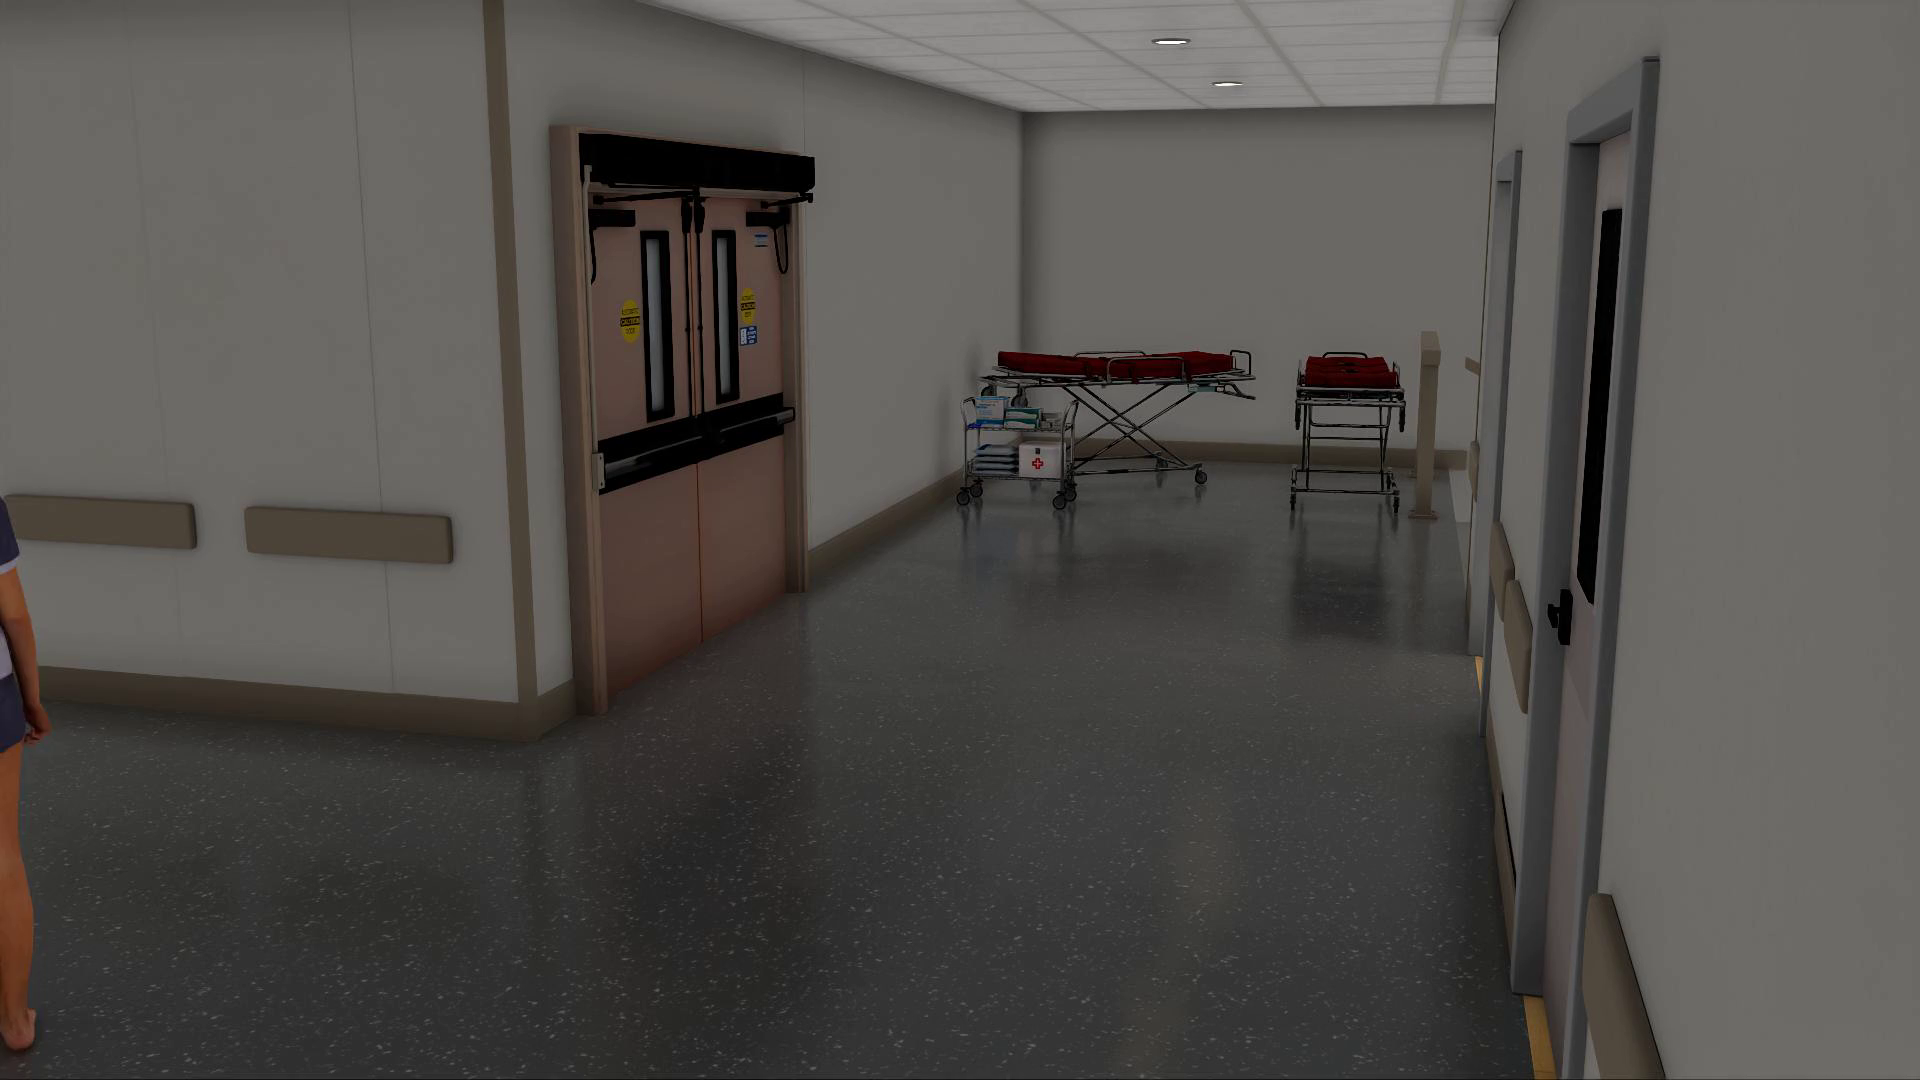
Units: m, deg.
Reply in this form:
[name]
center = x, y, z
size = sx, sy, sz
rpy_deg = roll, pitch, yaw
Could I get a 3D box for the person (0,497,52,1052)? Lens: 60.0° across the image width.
[person]
center = -2.439, 0.438, 3.952
size = 0.755, 1.719, 0.822
rpy_deg = -6, 12, -29
